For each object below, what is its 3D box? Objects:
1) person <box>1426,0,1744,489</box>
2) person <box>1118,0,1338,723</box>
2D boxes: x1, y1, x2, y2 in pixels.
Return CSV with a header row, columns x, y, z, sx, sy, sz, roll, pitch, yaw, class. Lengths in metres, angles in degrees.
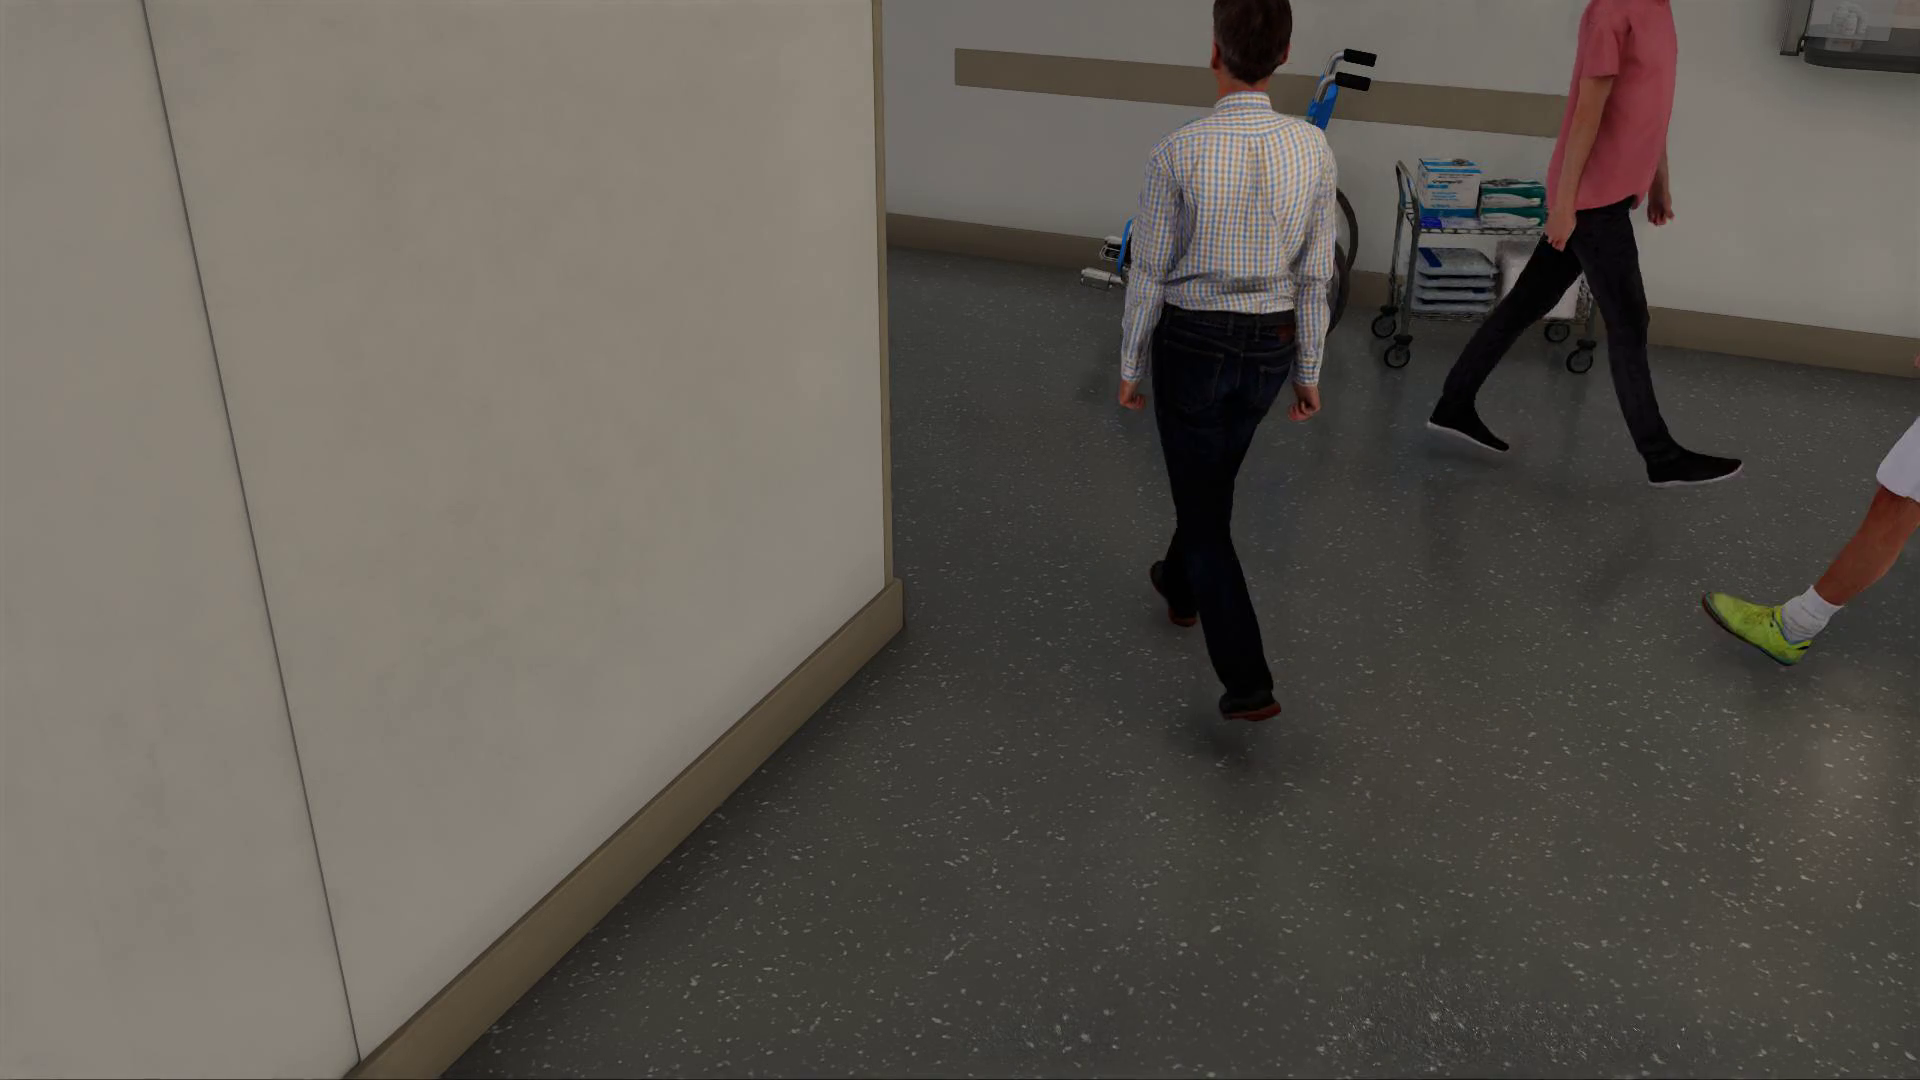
x,y,z,sx,sy,sz,roll,pitch,yaw,class
1.960,-1.102,5.397,0.817,1.905,1.237,15,29,28,person
0.663,-0.402,4.089,1.137,1.780,1.293,-5,26,-11,person
